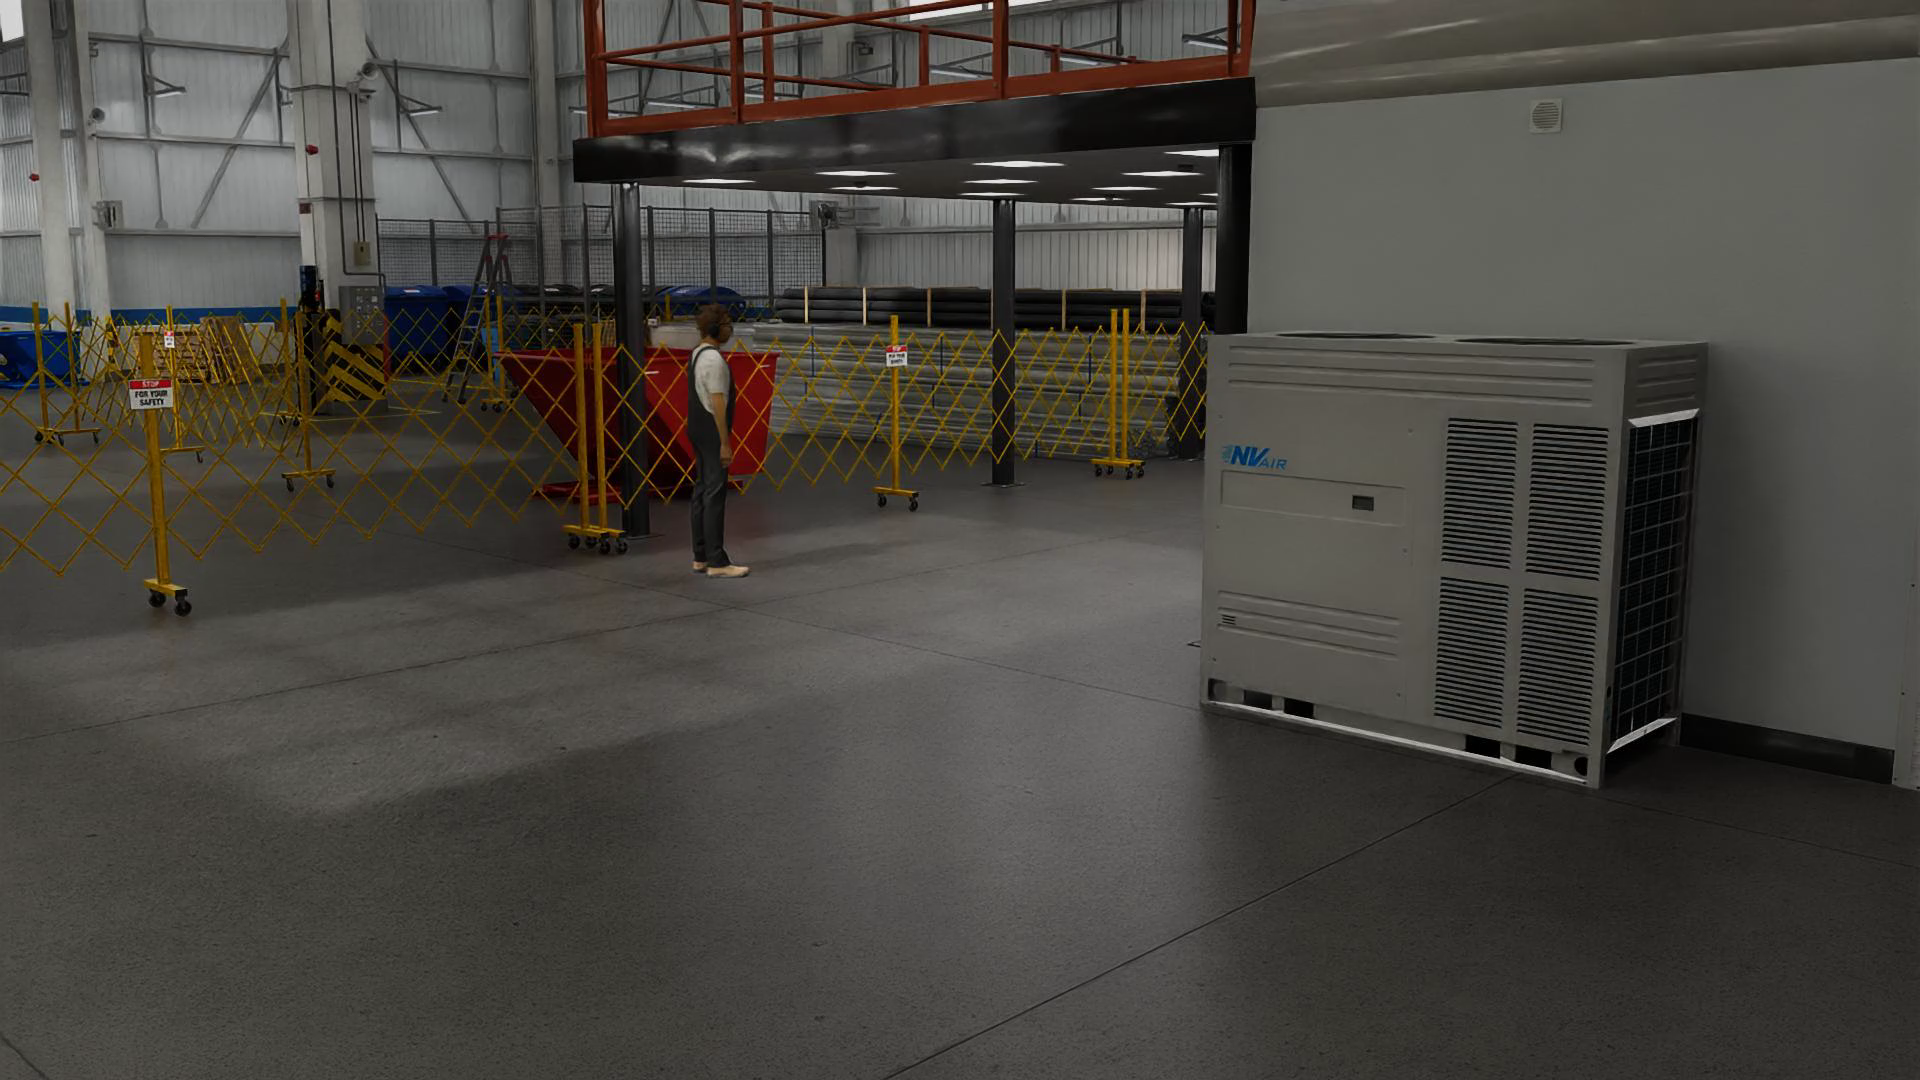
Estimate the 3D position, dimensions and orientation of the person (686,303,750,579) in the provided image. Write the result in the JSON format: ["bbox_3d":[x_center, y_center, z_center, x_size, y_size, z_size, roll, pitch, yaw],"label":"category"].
[{"bbox_3d":[-1.654,-0.664,11.177,0.343,1.847,0.507,-5,10,-26],"label":"person"}]
